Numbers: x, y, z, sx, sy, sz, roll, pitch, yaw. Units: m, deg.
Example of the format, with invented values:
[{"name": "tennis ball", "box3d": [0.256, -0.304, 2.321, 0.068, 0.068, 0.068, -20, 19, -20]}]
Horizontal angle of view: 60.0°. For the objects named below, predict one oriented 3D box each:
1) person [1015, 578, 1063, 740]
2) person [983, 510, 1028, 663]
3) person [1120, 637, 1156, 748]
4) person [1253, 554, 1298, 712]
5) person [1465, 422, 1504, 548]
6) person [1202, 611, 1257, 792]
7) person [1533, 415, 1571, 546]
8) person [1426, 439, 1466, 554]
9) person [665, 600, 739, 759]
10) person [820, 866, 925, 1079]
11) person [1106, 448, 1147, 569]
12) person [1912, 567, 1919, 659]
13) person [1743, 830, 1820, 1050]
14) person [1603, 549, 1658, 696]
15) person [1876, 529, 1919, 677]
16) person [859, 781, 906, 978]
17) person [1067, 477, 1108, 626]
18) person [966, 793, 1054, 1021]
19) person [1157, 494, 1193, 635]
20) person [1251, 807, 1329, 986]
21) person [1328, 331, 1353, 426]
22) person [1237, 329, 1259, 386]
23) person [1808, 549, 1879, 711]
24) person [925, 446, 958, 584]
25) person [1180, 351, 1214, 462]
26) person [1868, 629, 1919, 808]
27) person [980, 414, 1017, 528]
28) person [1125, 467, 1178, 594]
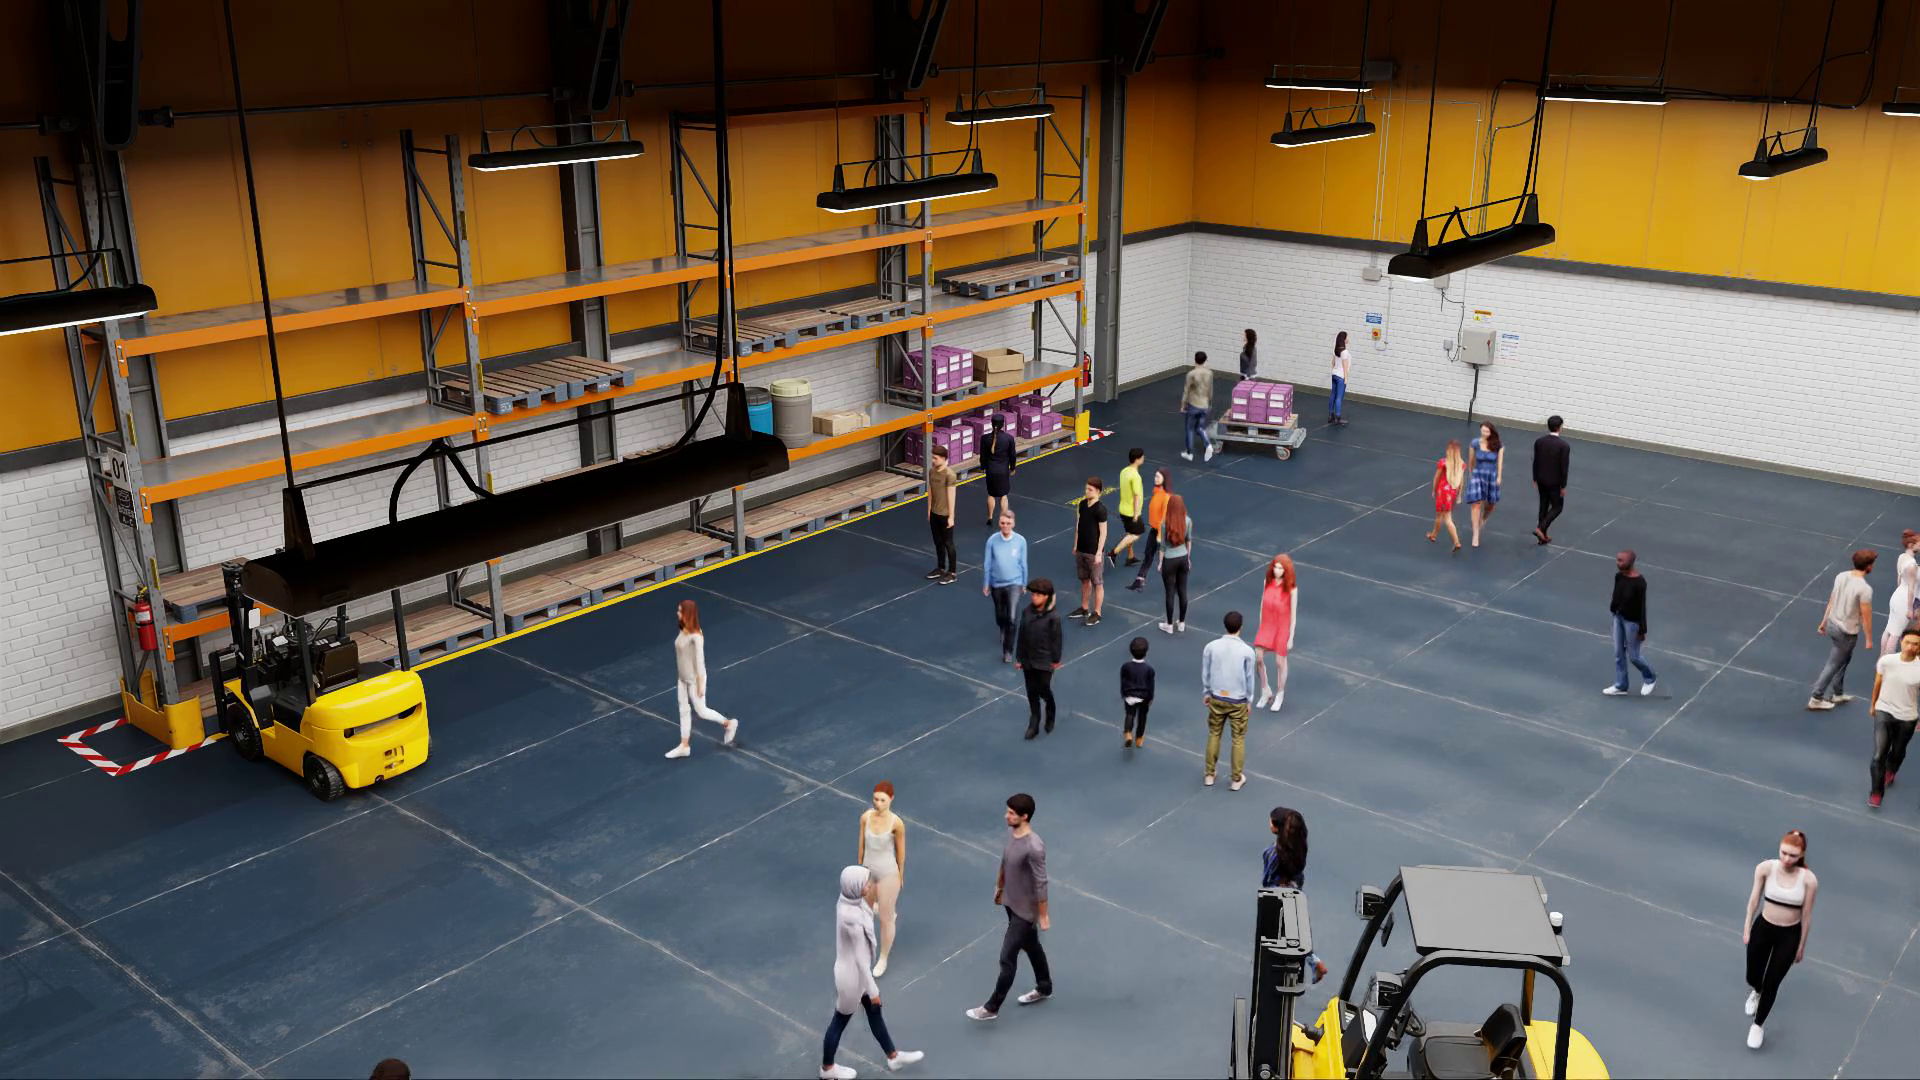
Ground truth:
[{"name": "person", "box3d": [0.855, 1.215, 17.509, 0.669, 1.766, 0.735, 11, 21, 29]}, {"name": "person", "box3d": [0.552, 0.482, 19.653, 1.065, 1.787, 1.246, 3, 19, 8]}, {"name": "person", "box3d": [1.834, 1.603, 17.218, 0.644, 1.217, 0.742, 5, 19, 14]}, {"name": "person", "box3d": [3.487, 0.993, 18.098, 0.606, 1.811, 0.602, 15, 24, 37]}, {"name": "person", "box3d": [7.395, -0.801, 23.481, 0.890, 1.775, 1.119, 6, 20, 17]}, {"name": "person", "box3d": [2.642, 1.577, 16.377, 0.740, 1.804, 0.685, 8, 20, 23]}, {"name": "person", "box3d": [8.238, -0.807, 23.351, 0.847, 1.871, 0.794, -14, 23, -36]}, {"name": "person", "box3d": [6.828, -0.583, 23.190, 1.075, 1.549, 1.005, -6, 20, -17]}, {"name": "person", "box3d": [-2.665, 1.408, 17.049, 1.096, 1.695, 0.797, -11, 22, -30]}, {"name": "person", "box3d": [-0.853, 3.125, 11.869, 1.081, 1.747, 1.035, -1, 19, -3]}, {"name": "person", "box3d": [2.242, -0.410, 22.449, 0.990, 1.693, 0.845, -8, 20, -23]}, {"name": "person", "box3d": [11.191, 0.718, 19.300, 0.650, 1.566, 0.497, 11, 22, 30]}, {"name": "person", "box3d": [6.125, 2.939, 12.443, 0.650, 1.733, 0.811, 11, 22, 30]}, {"name": "person", "box3d": [7.470, 0.918, 18.455, 0.978, 1.726, 0.862, -8, 20, -23]}, {"name": "person", "box3d": [10.669, 0.741, 18.873, 0.689, 1.794, 0.551, 5, 19, 14]}, {"name": "person", "box3d": [-0.614, 2.669, 13.405, 0.706, 1.631, 0.887, 8, 20, 22]}, {"name": "person", "box3d": [1.632, 0.111, 20.638, 0.670, 1.863, 0.725, -13, 23, -34]}, {"name": "person", "box3d": [0.565, 2.784, 12.759, 1.150, 1.826, 1.016, -6, 20, -18]}, {"name": "person", "box3d": [2.623, 0.286, 20.307, 0.633, 1.742, 0.731, -5, 19, -16]}, {"name": "person", "box3d": [2.561, 2.830, 12.961, 0.688, 1.608, 0.782, 15, 24, 37]}, {"name": "person", "box3d": [6.816, -2.907, 29.878, 0.702, 1.684, 0.684, -5, 19, -15]}, {"name": "person", "box3d": [5.240, -2.903, 29.776, 1.062, 1.741, 0.932, -6, 19, -17]}, {"name": "person", "box3d": [9.485, 0.994, 18.015, 1.022, 1.862, 0.955, -3, 19, -8]}, {"name": "person", "box3d": [-0.220, -0.357, 22.048, 0.612, 1.849, 0.695, -16, 24, -39]}, {"name": "person", "box3d": [3.967, -2.172, 27.444, 0.996, 1.845, 0.993, -10, 21, -28]}, {"name": "person", "box3d": [9.114, 1.672, 16.161, 0.743, 1.762, 1.173, 12, 22, 31]}, {"name": "person", "box3d": [0.546, -1.006, 24.254, 0.802, 1.671, 0.824, 2, 19, 6]}, {"name": "person", "box3d": [2.706, -0.109, 21.515, 1.111, 1.719, 0.964, -6, 19, -16]}]
